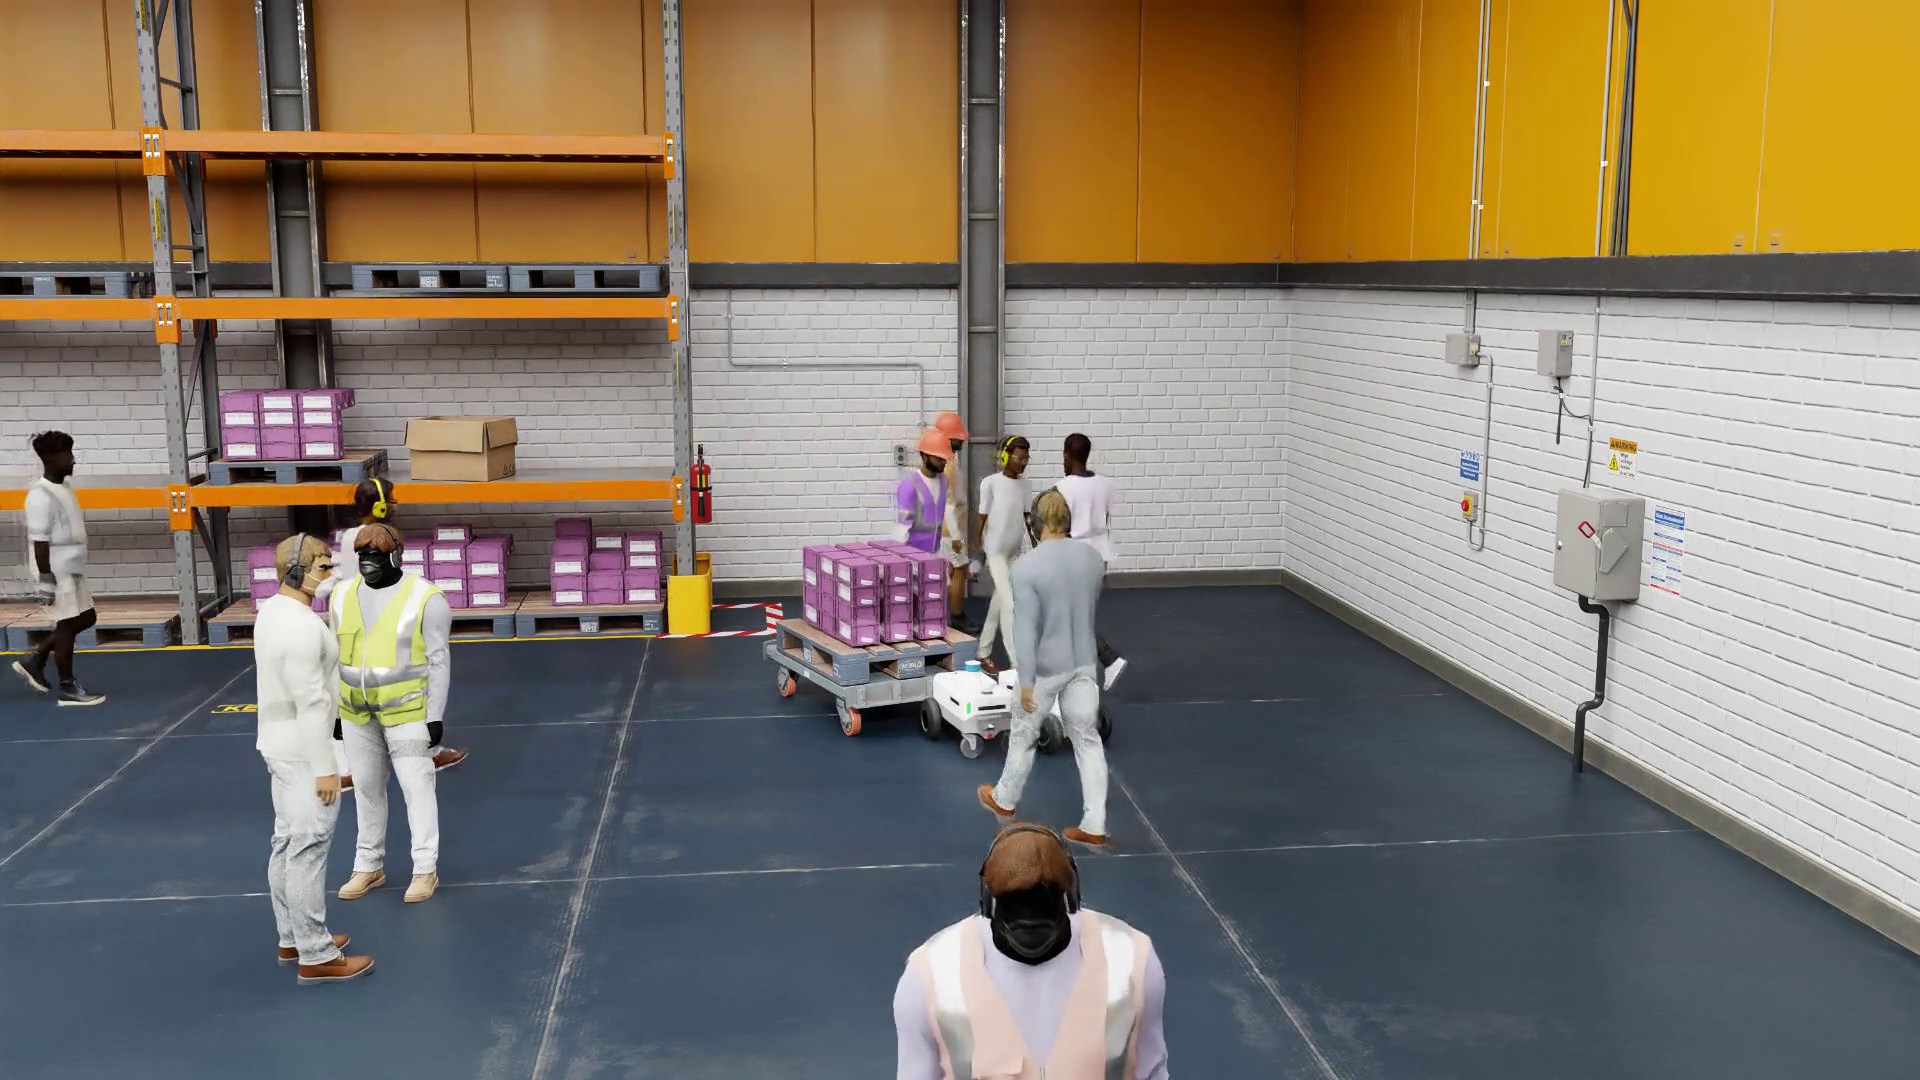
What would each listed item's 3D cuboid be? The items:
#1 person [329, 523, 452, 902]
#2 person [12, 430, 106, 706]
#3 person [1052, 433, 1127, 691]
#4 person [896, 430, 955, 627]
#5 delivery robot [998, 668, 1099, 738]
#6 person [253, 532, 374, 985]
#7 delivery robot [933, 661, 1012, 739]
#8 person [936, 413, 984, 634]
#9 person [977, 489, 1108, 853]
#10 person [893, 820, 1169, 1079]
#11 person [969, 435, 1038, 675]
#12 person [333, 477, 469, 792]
[{"bbox_3d":[-2.774,0.832,8.047,0.627,1.844,0.429,1,9,8],"label":"person"},{"bbox_3d":[-6.342,0.202,11.612,0.509,1.953,0.623,-2,9,-13],"label":"person"},{"bbox_3d":[0.943,0.184,11.963,0.740,1.891,0.611,9,12,43],"label":"person"},{"bbox_3d":[-0.338,0.069,12.784,0.953,1.869,0.563,8,12,41],"label":"person"},{"bbox_3d":[0.566,0.993,10.755,0.477,0.478,0.707,-7,11,-37],"label":"delivery robot"},{"bbox_3d":[-2.816,0.929,7.153,0.374,1.936,0.627,-6,11,-34],"label":"person"},{"bbox_3d":[0.084,1.015,10.615,0.477,0.478,0.707,-3,10,-19],"label":"delivery robot"},{"bbox_3d":[-0.119,-0.127,13.886,0.633,1.892,0.617,-1,9,-4],"label":"person"},{"bbox_3d":[0.461,0.672,8.906,0.632,1.883,0.977,-6,11,-34],"label":"person"},{"bbox_3d":[0.170,1.519,3.807,0.659,1.826,0.458,0,9,-3],"label":"person"},{"bbox_3d":[0.403,0.145,12.373,0.533,1.826,0.893,-8,12,-43],"label":"person"},{"bbox_3d":[-3.409,0.538,9.905,0.535,1.829,0.912,7,12,39],"label":"person"}]
